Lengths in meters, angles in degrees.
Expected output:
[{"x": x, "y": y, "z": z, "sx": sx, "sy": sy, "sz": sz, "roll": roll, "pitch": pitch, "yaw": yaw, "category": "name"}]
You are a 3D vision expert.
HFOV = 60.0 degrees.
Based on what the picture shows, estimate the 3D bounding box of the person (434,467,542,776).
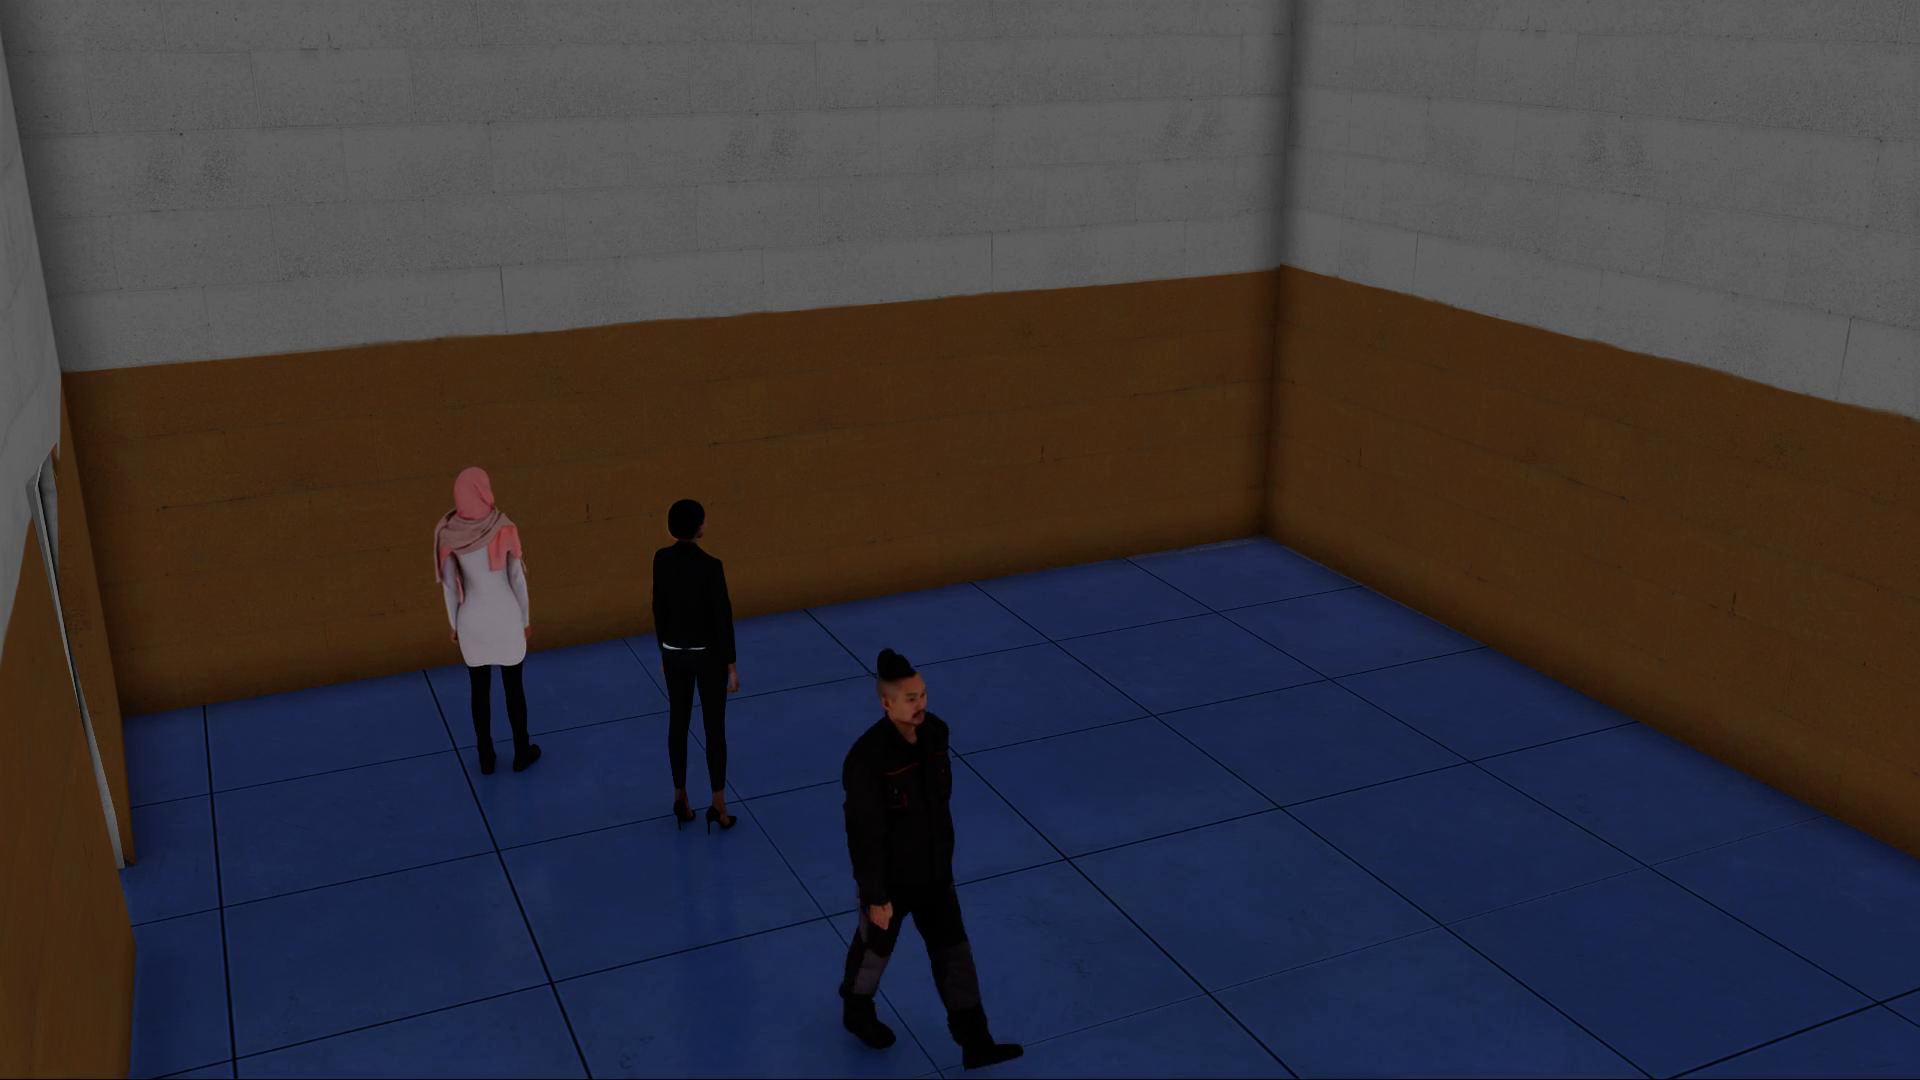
[{"x": -2.645, "y": 0.455, "z": 9.350, "sx": 0.649, "sy": 1.803, "sz": 0.773, "roll": -1, "pitch": 19, "yaw": -4, "category": "person"}]

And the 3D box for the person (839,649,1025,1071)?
[{"x": -0.297, "y": 1.296, "z": 6.790, "sx": 1.115, "sy": 1.821, "sz": 1.177, "roll": 16, "pitch": 24, "yaw": 39, "category": "person"}]

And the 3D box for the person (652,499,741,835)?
[{"x": -1.386, "y": 0.659, "z": 8.697, "sx": 0.686, "sy": 1.834, "sz": 0.733, "roll": 8, "pitch": 20, "yaw": 22, "category": "person"}]
